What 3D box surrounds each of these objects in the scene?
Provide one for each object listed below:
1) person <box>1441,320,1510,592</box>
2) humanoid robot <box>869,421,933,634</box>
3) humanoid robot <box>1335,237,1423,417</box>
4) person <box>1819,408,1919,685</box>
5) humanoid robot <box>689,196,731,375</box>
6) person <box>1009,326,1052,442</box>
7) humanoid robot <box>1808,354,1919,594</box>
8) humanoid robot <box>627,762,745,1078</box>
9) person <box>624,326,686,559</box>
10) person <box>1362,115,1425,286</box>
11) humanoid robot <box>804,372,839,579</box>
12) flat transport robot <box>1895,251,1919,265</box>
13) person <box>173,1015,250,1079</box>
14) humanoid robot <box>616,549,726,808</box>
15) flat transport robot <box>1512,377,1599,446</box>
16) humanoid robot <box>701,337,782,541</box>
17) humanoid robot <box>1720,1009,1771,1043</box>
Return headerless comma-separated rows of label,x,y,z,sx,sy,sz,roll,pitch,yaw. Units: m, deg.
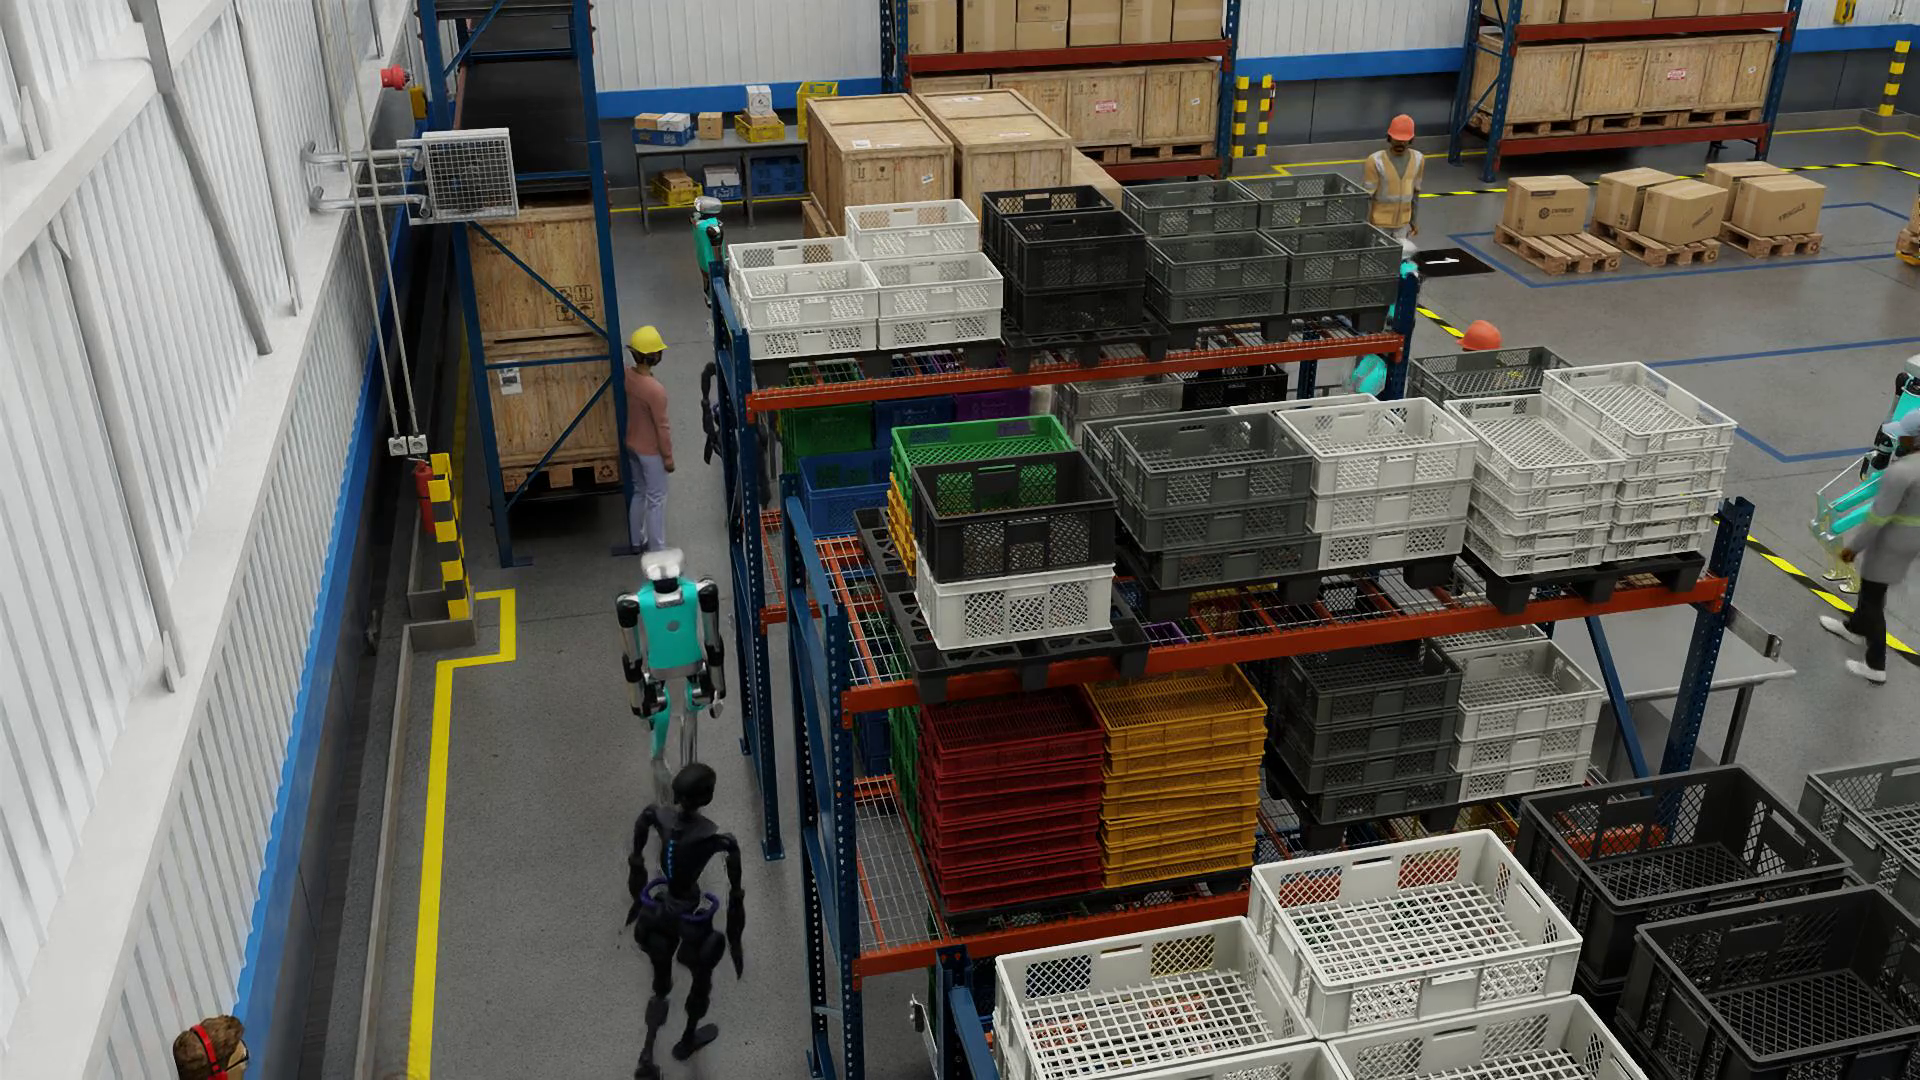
person,3.440,-0.565,11.329,0.358,1.939,0.542,24,36,37
humanoid robot,-0.395,-0.049,10.637,0.837,1.849,0.538,-9,29,-16
humanoid robot,3.237,-1.529,13.415,0.791,1.805,0.530,-7,29,-12
person,5.816,-0.017,10.446,0.608,1.809,0.663,-16,32,-28
humanoid robot,-1.942,-2.201,14.502,0.735,1.677,0.533,-15,31,-26
person,0.461,-0.638,11.571,0.340,1.841,0.500,-21,34,-34
humanoid robot,6.067,-0.430,11.147,0.735,1.675,0.533,-1,28,-2
humanoid robot,-1.271,1.715,7.303,0.624,1.626,0.527,14,31,25
person,-2.165,-0.660,11.704,0.351,1.759,0.522,-22,35,-35
person,4.131,-3.062,15.956,0.615,2.040,0.370,-7,29,-13
humanoid robot,-0.900,-0.396,11.305,0.608,1.649,0.428,12,30,22
flat transport robot,10.629,-2.873,17.468,0.652,0.197,1.431,-6,28,-12
person,-2.502,2.419,5.779,0.389,1.836,0.563,-19,33,-32
humanoid robot,-1.570,0.778,9.050,0.542,1.832,0.758,-9,29,-16
flat transport robot,4.780,-1.036,14.013,0.659,0.231,1.431,-6,28,-12
humanoid robot,-1.578,-0.792,12.028,0.597,1.650,0.333,-12,30,-21
humanoid robot,3.084,2.107,6.569,0.456,1.641,0.589,10,29,18
